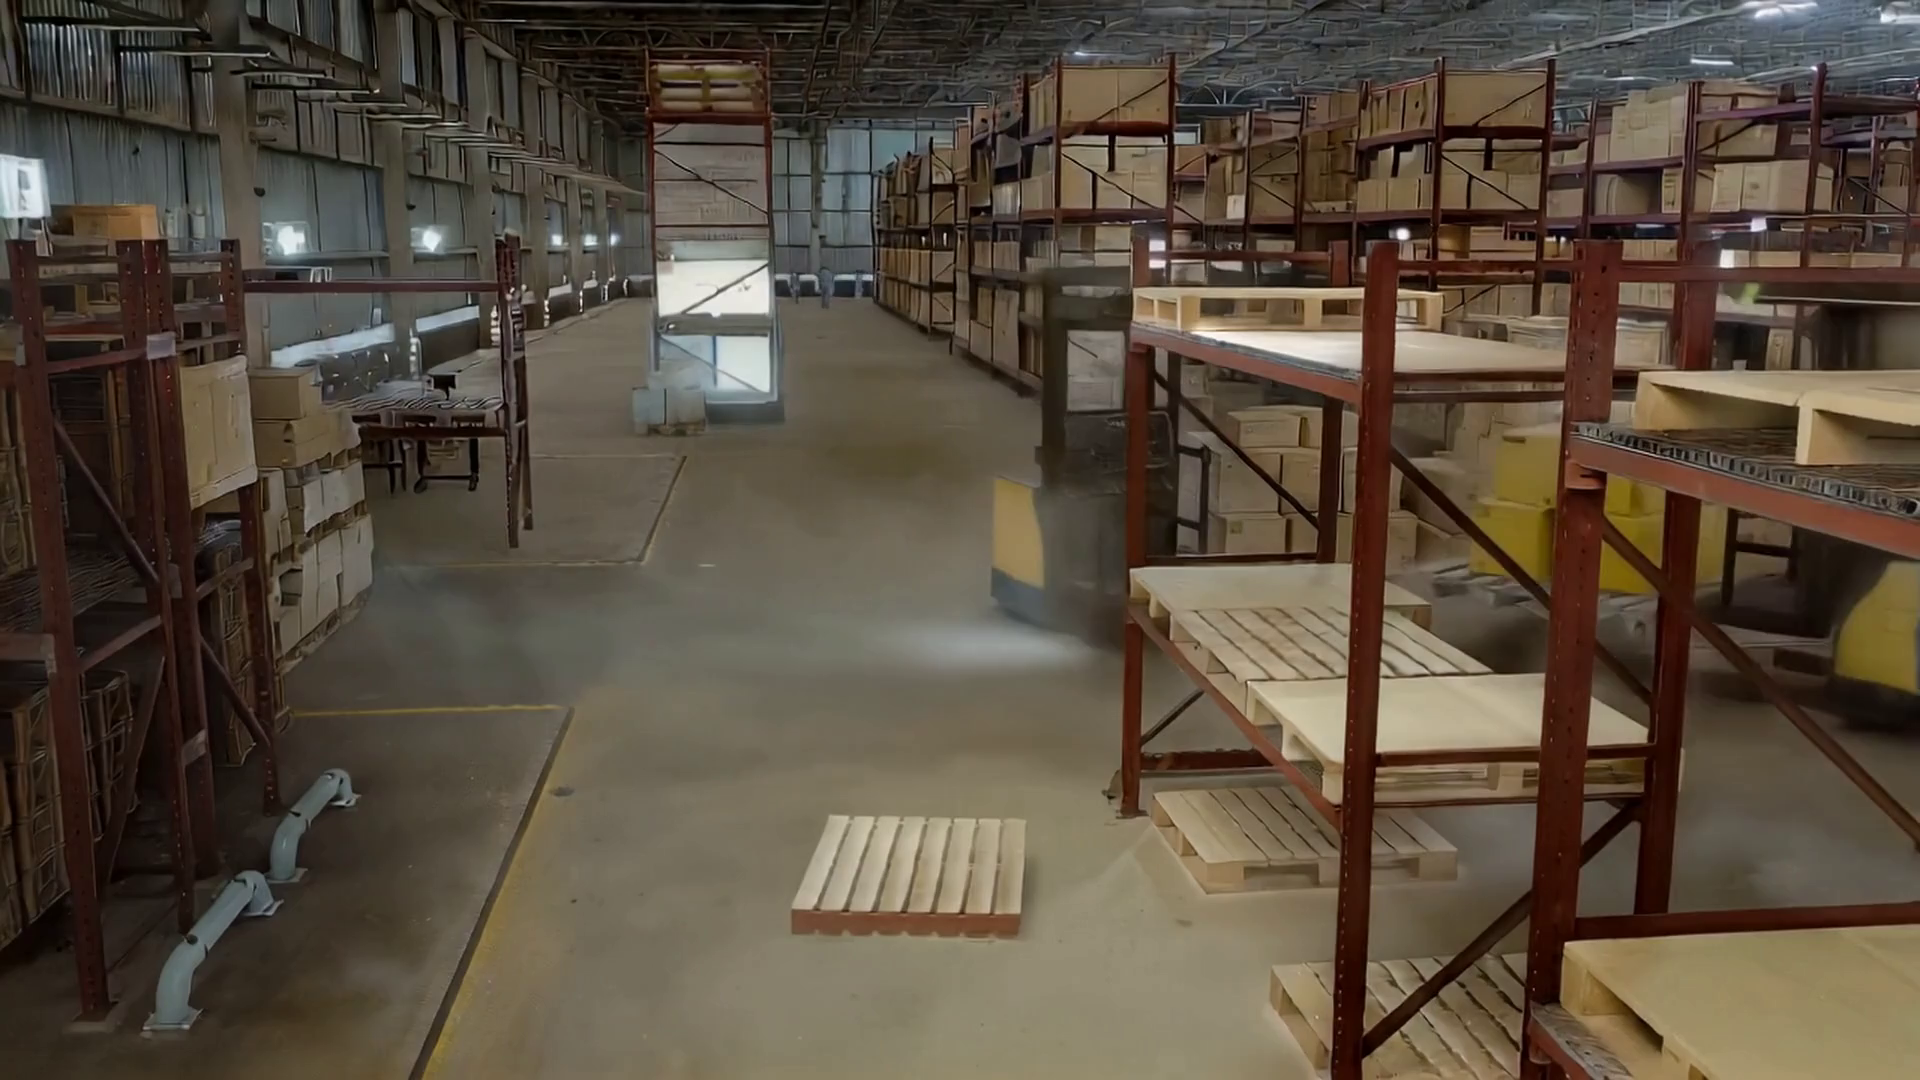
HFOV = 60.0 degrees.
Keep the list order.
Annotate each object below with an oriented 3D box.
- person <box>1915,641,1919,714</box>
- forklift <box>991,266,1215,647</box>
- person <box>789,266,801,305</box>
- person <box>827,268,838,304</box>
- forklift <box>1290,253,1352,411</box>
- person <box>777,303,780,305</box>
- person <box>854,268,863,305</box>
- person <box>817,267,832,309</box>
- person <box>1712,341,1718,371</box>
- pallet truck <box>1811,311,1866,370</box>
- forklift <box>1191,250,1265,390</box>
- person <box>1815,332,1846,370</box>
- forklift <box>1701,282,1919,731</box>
[{"bbox_3d":[4.855,0.684,7.833,0.560,1.914,0.683,-3,11,-18],"label":"person"},{"bbox_3d":[1.071,-0.753,13.108,1.129,2.768,1.873,-4,11,-22],"label":"forklift"},{"bbox_3d":[-7.687,-11.843,77.507,0.575,1.826,0.660,1,10,7],"label":"person"},{"bbox_3d":[-6.177,-12.164,79.574,0.847,1.718,0.573,-6,12,-30],"label":"person"},{"bbox_3d":[5.771,-3.225,26.802,1.129,2.768,1.873,7,12,34],"label":"forklift"},{"bbox_3d":[-8.980,-11.963,77.796,0.994,1.958,0.625,-1,10,-5],"label":"person"},{"bbox_3d":[-4.832,-11.954,78.389,0.618,1.721,0.493,-2,10,-10],"label":"person"},{"bbox_3d":[-5.982,-11.154,73.581,0.666,1.853,0.991,-1,10,-7],"label":"person"},{"bbox_3d":[10.577,-2.048,23.721,0.510,1.640,0.308,-5,11,-25],"label":"person"},{"bbox_3d":[15.846,-3.142,28.793,1.885,1.965,0.823,2,10,12],"label":"pallet truck"},{"bbox_3d":[5.466,-4.529,34.027,1.129,2.768,1.873,-1,10,-6],"label":"forklift"},{"bbox_3d":[12.595,-2.263,24.179,0.387,1.910,0.592,7,12,32],"label":"person"},{"bbox_3d":[5.976,-0.284,10.508,1.129,2.768,1.873,-8,13,-39],"label":"forklift"}]
